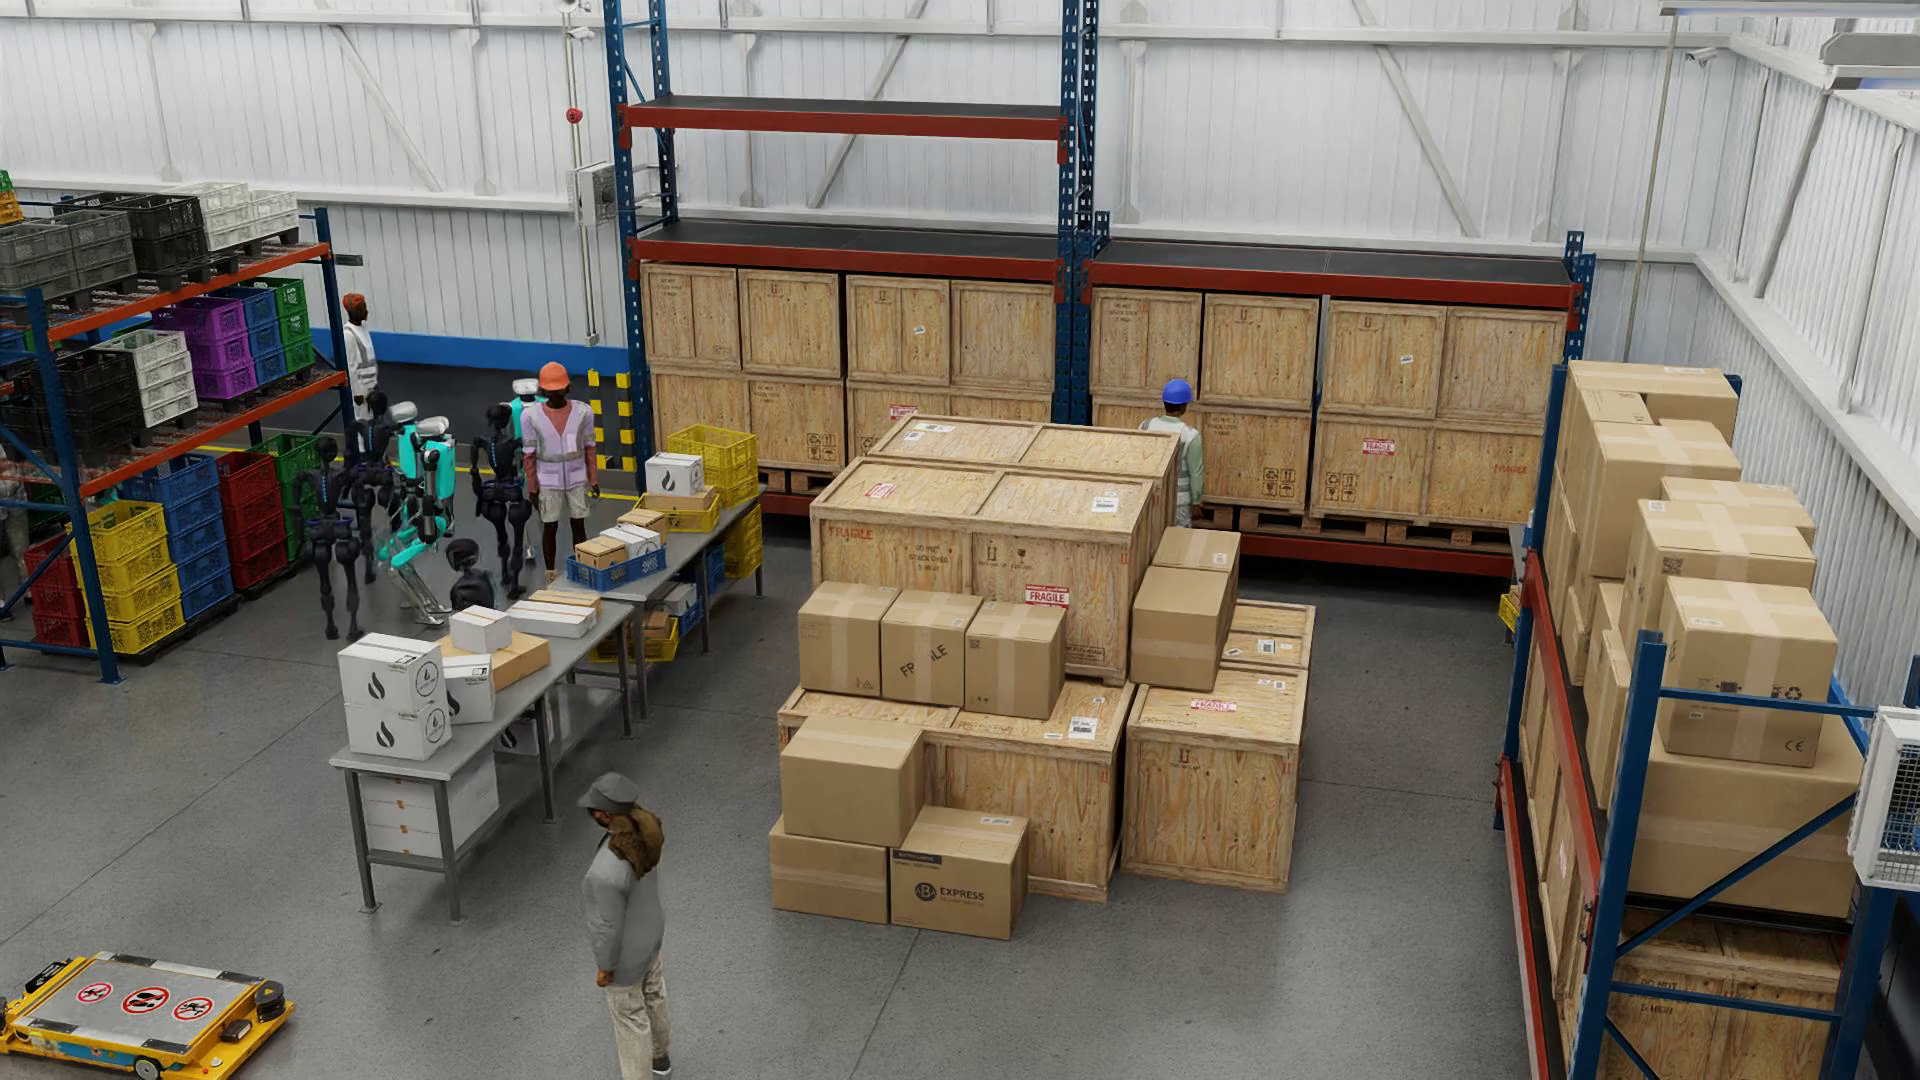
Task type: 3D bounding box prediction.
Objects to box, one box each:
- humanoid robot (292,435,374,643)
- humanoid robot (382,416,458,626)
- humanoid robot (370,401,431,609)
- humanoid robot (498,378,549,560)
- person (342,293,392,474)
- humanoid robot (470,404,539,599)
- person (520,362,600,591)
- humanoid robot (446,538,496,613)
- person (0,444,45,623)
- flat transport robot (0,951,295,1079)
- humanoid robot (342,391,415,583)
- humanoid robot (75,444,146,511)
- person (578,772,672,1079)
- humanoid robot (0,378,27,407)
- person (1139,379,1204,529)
[{"bbox_3d":[-4.958,0.000,13.099,0.612,1.640,0.441,-4,21,-11],"label":"humanoid robot"},{"bbox_3d":[-4.334,-0.154,13.259,0.748,1.699,0.531,1,21,3],"label":"humanoid robot"},{"bbox_3d":[-4.608,-0.196,13.538,0.704,1.823,0.552,-12,24,-29],"label":"humanoid robot"},{"bbox_3d":[-3.799,-0.564,14.627,0.538,1.873,0.781,-10,23,-24],"label":"humanoid robot"},{"bbox_3d":[-6.074,-1.578,16.914,0.353,1.881,0.575,-2,21,-4],"label":"person"},{"bbox_3d":[-3.806,-0.339,13.966,0.611,1.644,0.439,2,21,5],"label":"humanoid robot"},{"bbox_3d":[-3.303,-0.494,13.855,0.607,2.044,0.391,-8,22,-20],"label":"person"},{"bbox_3d":[-3.181,0.764,11.081,0.329,1.646,0.610,-3,21,-7],"label":"humanoid robot"},{"bbox_3d":[-7.803,-0.248,13.502,0.404,1.831,0.598,13,24,30],"label":"person"},{"bbox_3d":[-4.270,2.464,8.601,1.431,0.231,0.659,5,22,13],"label":"flat transport robot"},{"bbox_3d":[-5.062,-0.505,14.443,0.624,1.620,0.766,0,21,-1],"label":"humanoid robot"},{"bbox_3d":[-7.095,-0.454,14.189,0.863,1.781,0.599,10,23,25],"label":"humanoid robot"},{"bbox_3d":[-1.573,1.909,7.949,0.398,1.768,0.572,4,21,10],"label":"person"},{"bbox_3d":[-10.089,-1.738,17.607,0.530,1.773,1.013,2,21,5],"label":"humanoid robot"},{"bbox_3d":[1.731,-0.358,13.675,0.613,1.915,0.386,17,27,37],"label":"person"}]
